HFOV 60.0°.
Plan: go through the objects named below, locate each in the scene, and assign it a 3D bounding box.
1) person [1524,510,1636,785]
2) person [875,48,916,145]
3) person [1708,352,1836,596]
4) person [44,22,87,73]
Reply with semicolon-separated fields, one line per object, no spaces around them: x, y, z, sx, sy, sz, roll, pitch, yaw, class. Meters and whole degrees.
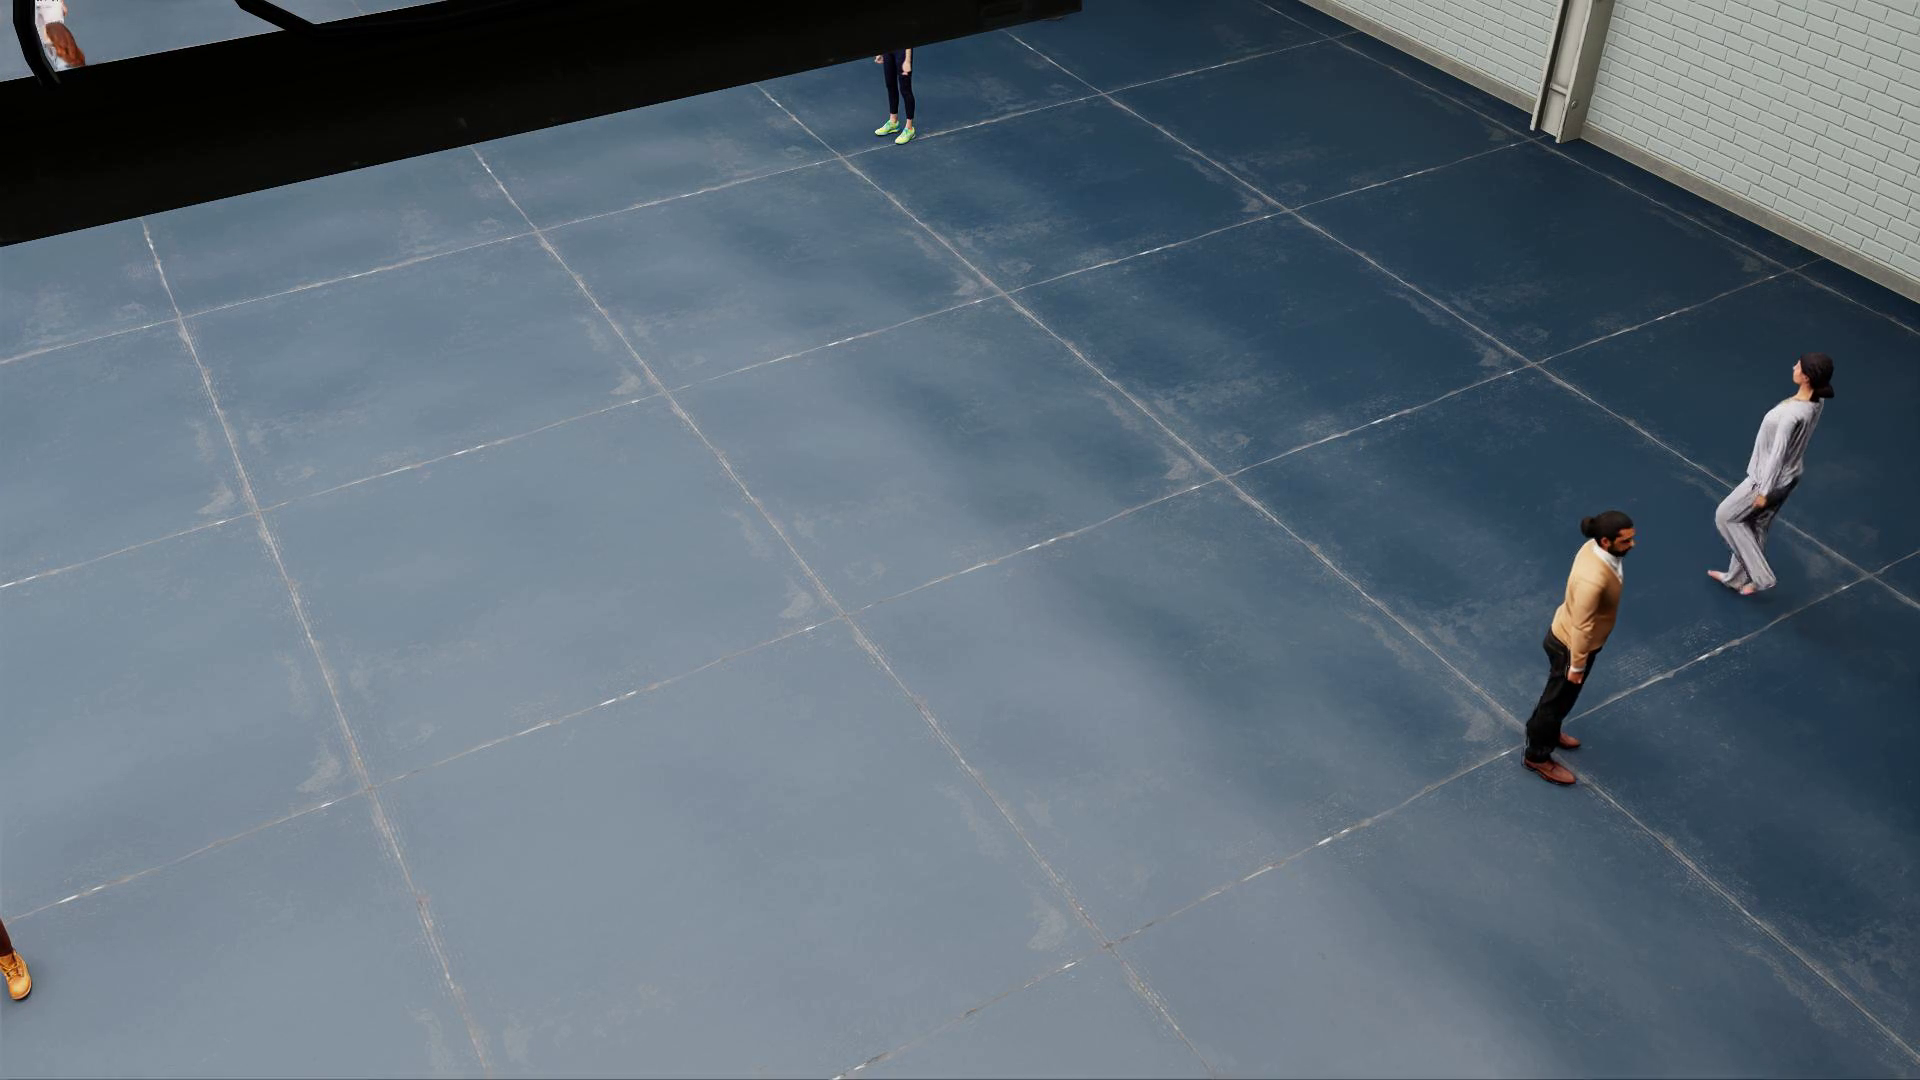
3.357;0.543;9.066;0.794;1.755;0.772;17;41;20;person
-0.593;-4.606;15.691;0.716;1.701;0.555;-32;48;-34;person
5.063;-0.354;10.207;0.656;1.761;0.744;-28;46;-31;person
-7.932;-3.991;15.091;0.810;1.470;0.781;-5;38;-6;person
